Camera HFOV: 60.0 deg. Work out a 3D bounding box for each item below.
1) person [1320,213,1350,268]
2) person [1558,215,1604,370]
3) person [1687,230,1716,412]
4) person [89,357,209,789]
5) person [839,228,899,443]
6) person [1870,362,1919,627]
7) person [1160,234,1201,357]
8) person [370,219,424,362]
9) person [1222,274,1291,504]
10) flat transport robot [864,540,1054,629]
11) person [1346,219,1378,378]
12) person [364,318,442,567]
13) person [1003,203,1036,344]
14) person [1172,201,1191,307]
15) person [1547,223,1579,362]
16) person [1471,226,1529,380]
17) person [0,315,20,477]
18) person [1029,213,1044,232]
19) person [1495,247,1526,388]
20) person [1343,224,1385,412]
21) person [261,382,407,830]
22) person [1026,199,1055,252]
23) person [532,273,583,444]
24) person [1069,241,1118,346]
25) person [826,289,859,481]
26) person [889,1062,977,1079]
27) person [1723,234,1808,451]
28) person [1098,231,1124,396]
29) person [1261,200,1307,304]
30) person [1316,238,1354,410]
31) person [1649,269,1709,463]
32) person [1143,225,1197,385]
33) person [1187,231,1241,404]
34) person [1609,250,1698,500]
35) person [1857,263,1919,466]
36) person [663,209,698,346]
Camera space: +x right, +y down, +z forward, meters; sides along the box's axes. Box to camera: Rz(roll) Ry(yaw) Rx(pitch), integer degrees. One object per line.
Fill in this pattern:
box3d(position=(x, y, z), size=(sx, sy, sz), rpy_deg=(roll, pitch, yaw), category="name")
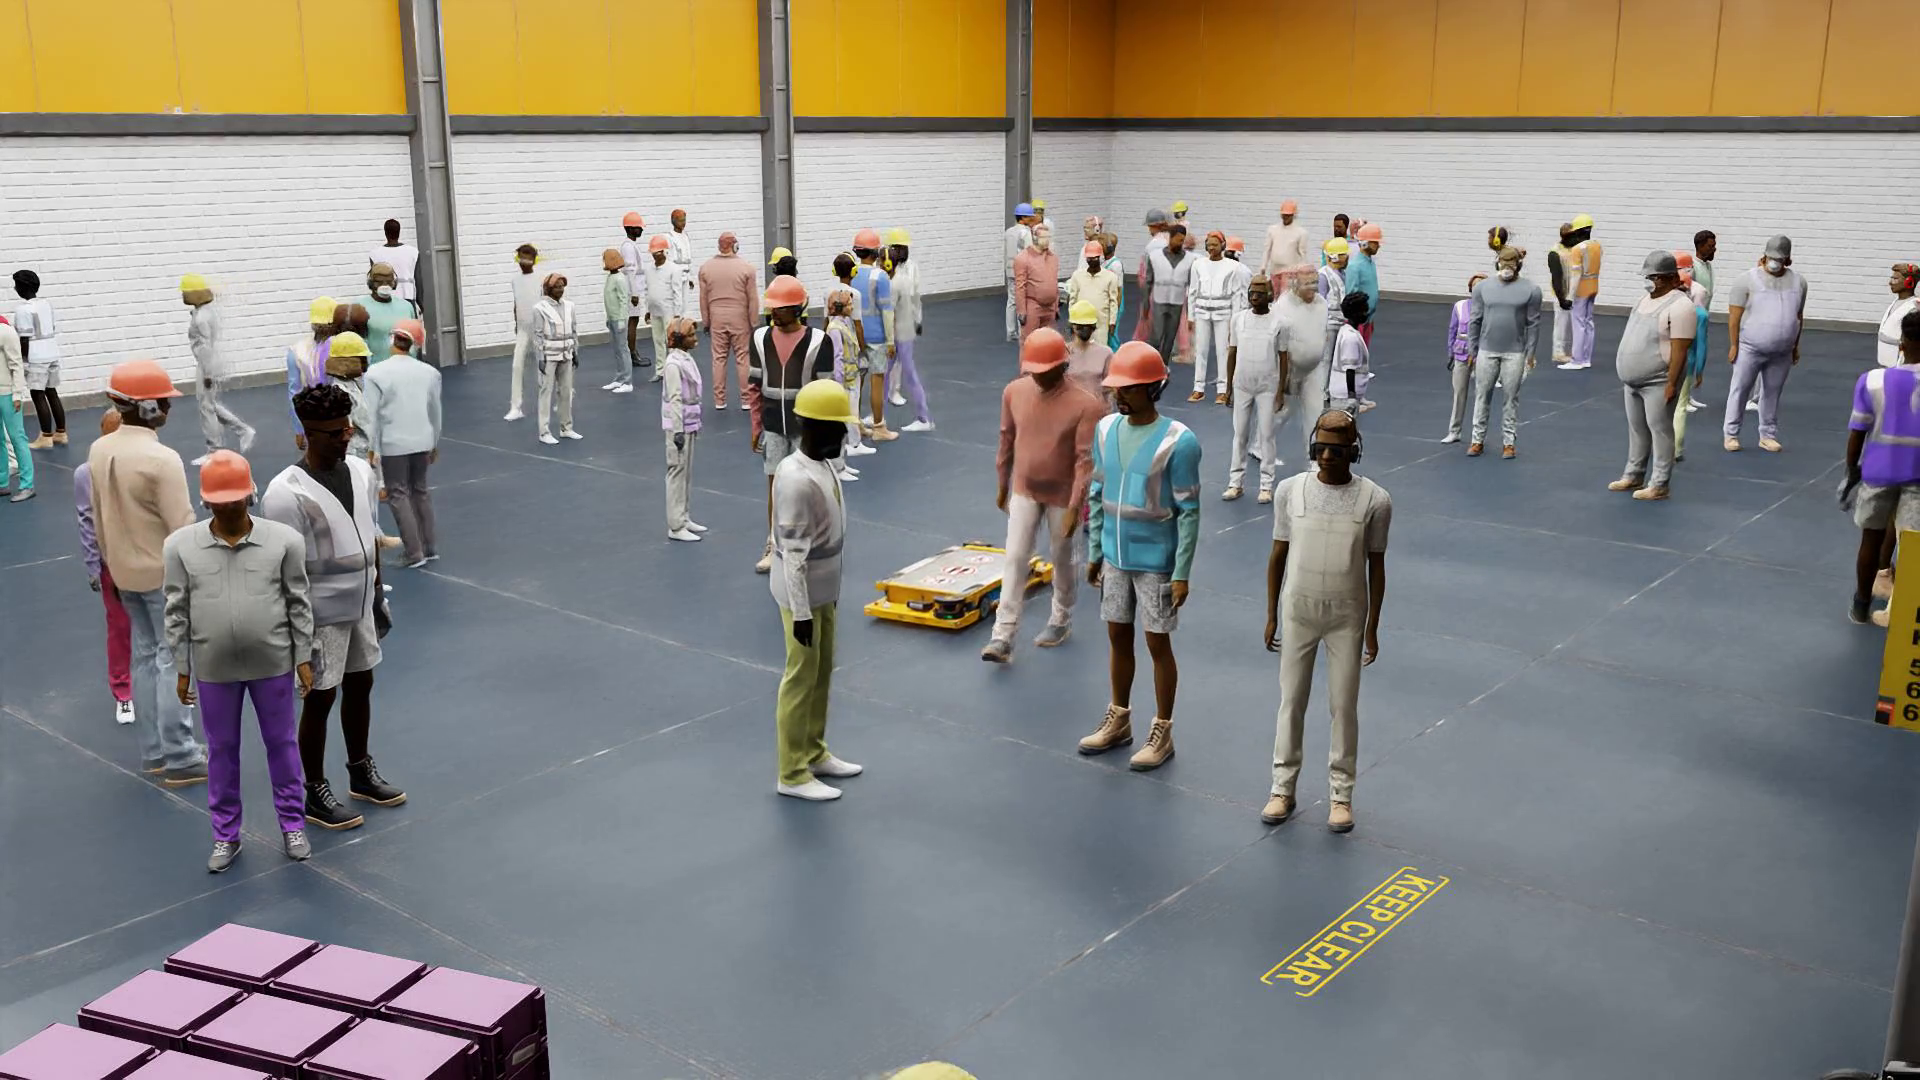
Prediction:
box3d(position=(4.865, -3.200, 21.238), size=(0.592, 1.913, 0.393), rpy_deg=(12, 18, 40), category="person")
box3d(position=(7.728, -3.073, 20.708), size=(0.587, 1.916, 0.392), rpy_deg=(-11, 18, -38), category="person")
box3d(position=(7.844, -2.345, 17.790), size=(0.383, 1.918, 0.597), rpy_deg=(12, 18, 39), category="person")
box3d(position=(-3.687, 0.156, 7.656), size=(0.628, 1.993, 0.394), rpy_deg=(8, 16, 30), category="person")
box3d(position=(-0.868, -1.959, 15.991), size=(0.608, 2.048, 0.365), rpy_deg=(10, 17, 35), category="person")
box3d(position=(5.861, -0.459, 10.007), size=(0.688, 2.000, 0.536), rpy_deg=(-2, 14, -8), category="person")
box3d(position=(2.928, -3.232, 21.966), size=(0.533, 1.603, 0.778), rpy_deg=(-10, 17, -35), category="person")
box3d(position=(-6.665, -2.836, 19.753), size=(0.587, 1.920, 0.390), rpy_deg=(-7, 16, -25), category="person")
box3d(position=(2.388, -1.216, 13.429), size=(0.508, 1.846, 0.345), rpy_deg=(6, 15, 24), category="person")
box3d(position=(0.026, 0.266, 10.699), size=(0.652, 0.197, 1.431), rpy_deg=(7, 16, 27), category="flat transport robot")
box3d(position=(4.767, -2.908, 20.071), size=(0.407, 1.907, 0.638), rpy_deg=(-12, 18, -39), category="person")
box3d(position=(-3.830, -0.649, 11.491), size=(0.332, 1.727, 0.601), rpy_deg=(11, 18, 37), category="person")
box3d(position=(0.848, -3.703, 23.164), size=(0.396, 1.943, 0.614), rpy_deg=(-9, 17, -33), category="person")
box3d(position=(3.670, -4.765, 27.794), size=(0.339, 1.761, 0.524), rpy_deg=(-4, 15, -17), category="person")
box3d(position=(7.795, -3.137, 21.235), size=(0.709, 1.797, 0.547), rpy_deg=(-4, 15, -14), category="person")
box3d(position=(6.474, -2.806, 19.818), size=(0.813, 1.846, 0.527), rpy_deg=(10, 17, 34), category="person")
box3d(position=(-8.446, -1.411, 14.423), size=(0.575, 1.738, 0.353), rpy_deg=(7, 16, 27), category="person")
box3d(position=(1.185, -4.360, 26.423), size=(0.288, 1.633, 0.497), rpy_deg=(8, 16, 29), category="person")
box3d(position=(6.372, -2.597, 19.385), size=(0.324, 1.629, 0.584), rpy_deg=(13, 19, 41), category="person")
box3d(position=(4.283, -2.362, 17.724), size=(0.406, 1.987, 0.615), rpy_deg=(9, 17, 32), category="person")
box3d(position=(-2.716, 0.282, 7.226), size=(0.377, 1.958, 0.599), rpy_deg=(5, 15, 18), category="person")
box3d(position=(1.358, -4.813, 27.933), size=(0.599, 1.774, 0.948), rpy_deg=(6, 15, 22), category="person")
box3d(position=(-3.877, -1.742, 15.974), size=(0.318, 1.630, 0.513), rpy_deg=(9, 17, 33), category="person")
box3d(position=(1.476, -2.451, 18.551), size=(0.559, 1.752, 0.325), rpy_deg=(4, 15, 17), category="person")
box3d(position=(-1.024, -1.331, 14.306), size=(0.306, 1.640, 0.522), rpy_deg=(0, 14, -1), category="person")
box3d(position=(-0.121, 1.586, 2.474), size=(0.597, 1.720, 0.513), rpy_deg=(-3, 14, -11), category="person")
box3d(position=(7.528, -1.832, 15.495), size=(0.683, 2.000, 0.536), rpy_deg=(1, 14, 3), category="person")
box3d(position=(1.669, -2.540, 18.717), size=(0.326, 1.845, 0.517), rpy_deg=(-3, 14, -11), category="person")
box3d(position=(4.671, -3.900, 23.913), size=(0.626, 1.967, 0.903), rpy_deg=(10, 17, 36), category="person")
box3d(position=(4.019, -2.321, 17.874), size=(0.404, 1.831, 0.590), rpy_deg=(11, 18, 38), category="person")
box3d(position=(6.451, -1.578, 15.073), size=(0.570, 1.749, 0.341), rpy_deg=(5, 15, 21), category="person")
box3d(position=(2.450, -2.704, 19.303), size=(0.610, 1.878, 0.766), rpy_deg=(-1, 14, -4), category="person")
box3d(position=(2.771, -2.435, 18.226), size=(0.583, 1.882, 0.350), rpy_deg=(6, 15, 23), category="person")
box3d(position=(5.638, -1.360, 13.608), size=(0.535, 2.000, 0.686), rpy_deg=(-2, 14, -10), category="person")
box3d(position=(8.170, -1.484, 14.496), size=(0.389, 1.846, 0.567), rpy_deg=(3, 14, 11), category="person")
box3d(position=(-3.836, -3.575, 22.784), size=(0.353, 1.882, 0.578), rpy_deg=(5, 15, 20), category="person")
